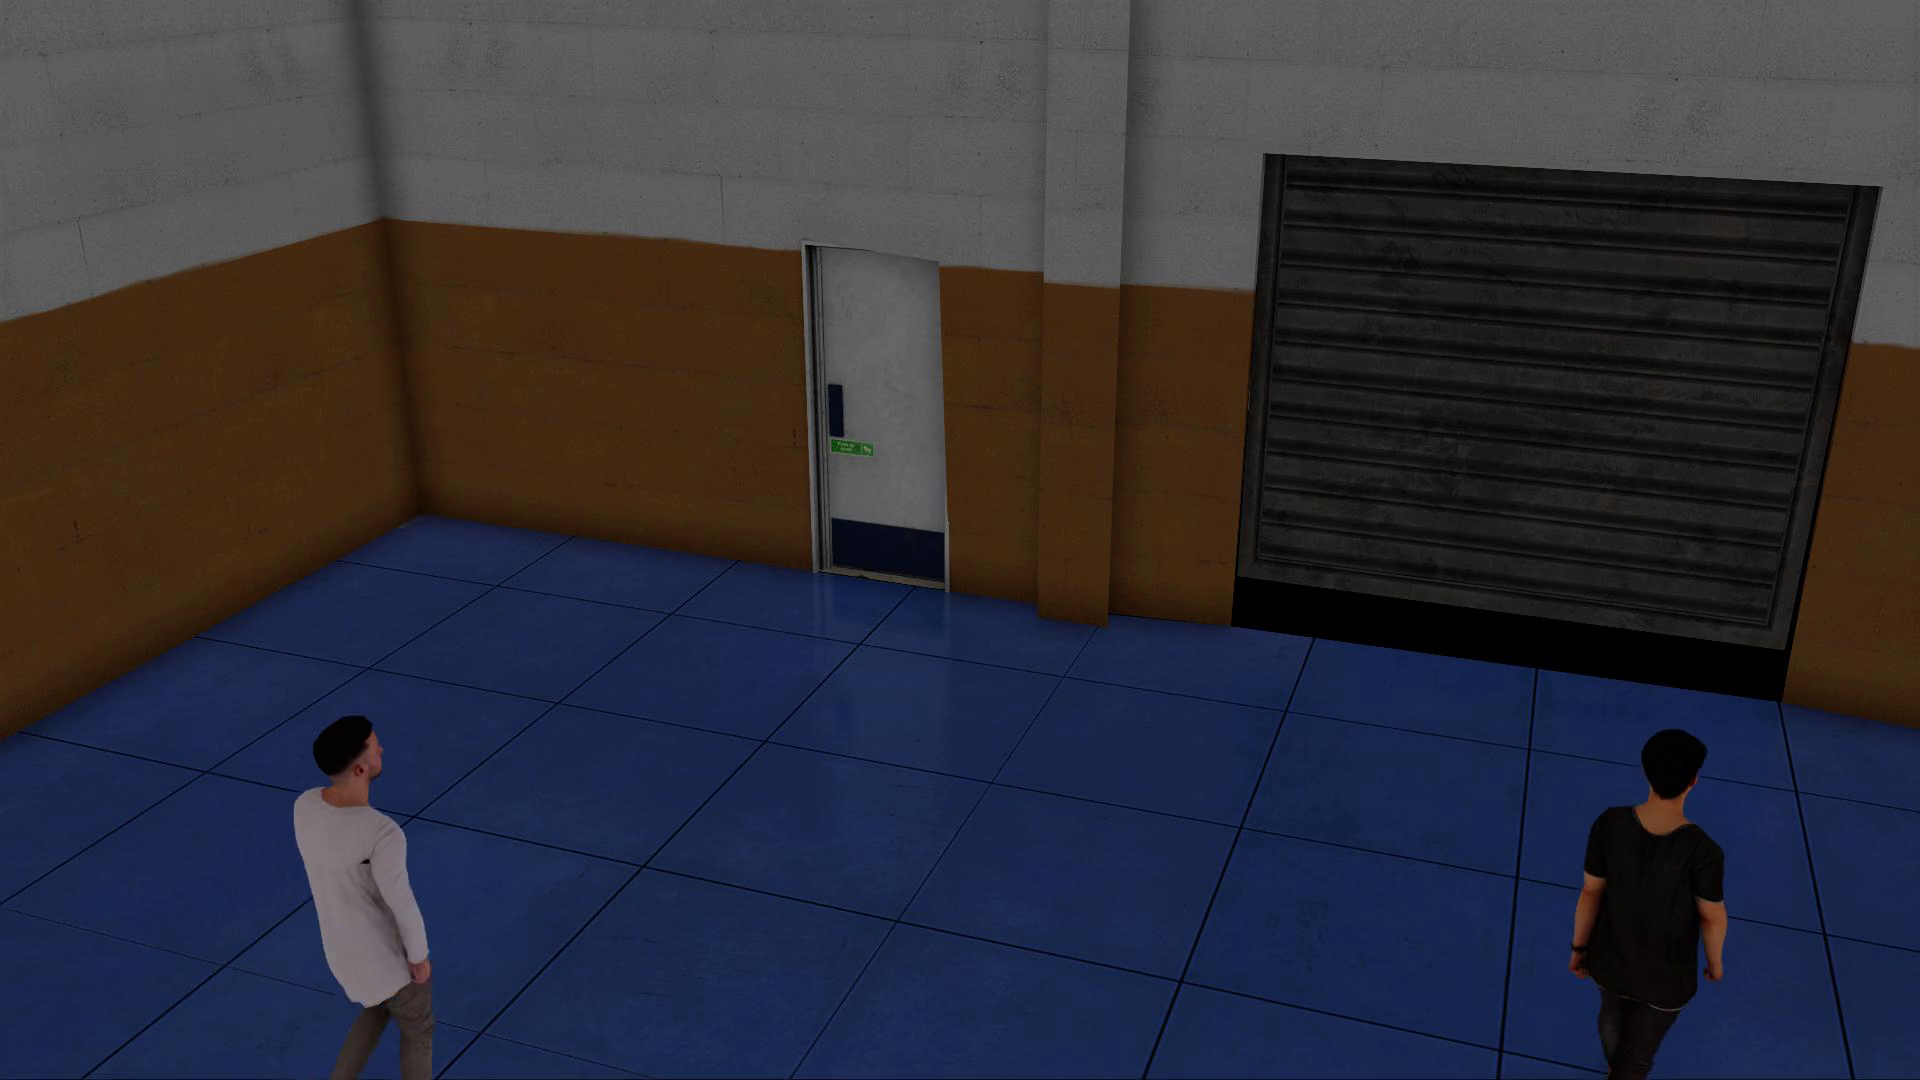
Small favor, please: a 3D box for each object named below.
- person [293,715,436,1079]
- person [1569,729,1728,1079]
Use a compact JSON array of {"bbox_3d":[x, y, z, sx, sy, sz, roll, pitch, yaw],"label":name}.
[{"bbox_3d":[-2.142,1.465,5.923,0.863,1.828,0.834,12,25,28],"label":"person"},{"bbox_3d":[2.427,1.529,5.970,0.989,1.674,1.104,-20,30,-41],"label":"person"}]
